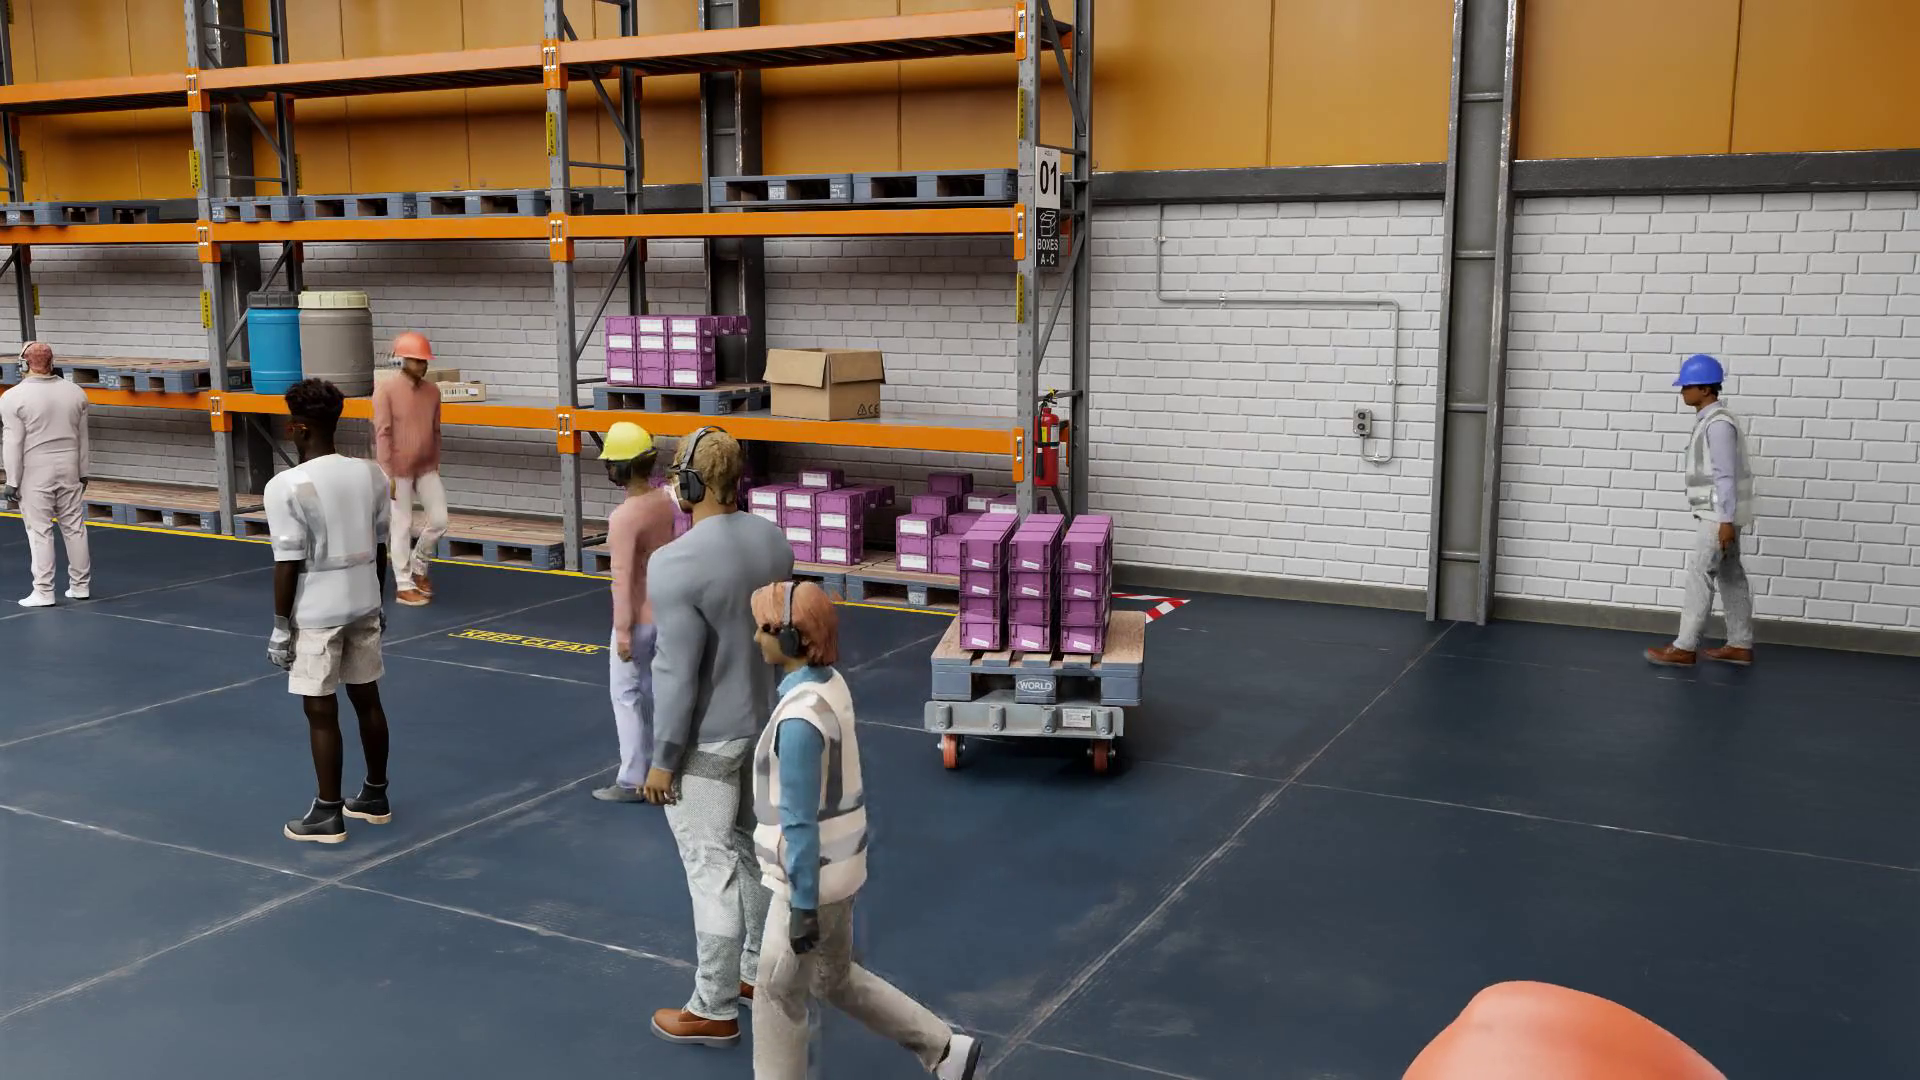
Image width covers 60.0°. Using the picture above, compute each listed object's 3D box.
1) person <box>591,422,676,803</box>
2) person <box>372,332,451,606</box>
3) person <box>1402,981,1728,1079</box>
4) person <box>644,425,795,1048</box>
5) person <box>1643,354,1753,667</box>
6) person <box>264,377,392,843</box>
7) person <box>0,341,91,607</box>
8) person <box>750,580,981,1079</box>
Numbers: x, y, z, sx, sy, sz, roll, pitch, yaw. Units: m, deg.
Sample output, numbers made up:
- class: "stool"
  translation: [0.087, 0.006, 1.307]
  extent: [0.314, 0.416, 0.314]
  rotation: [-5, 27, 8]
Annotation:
- class: "person"
  translation: [-1.358, 0.341, 7.428]
  extent: [0.610, 1.747, 0.543]
  rotation: [3, 10, 18]
- class: "person"
  translation: [-3.932, -0.501, 11.954]
  extent: [0.442, 1.973, 0.623]
  rotation: [6, 11, 34]
- class: "person"
  translation: [0.406, 1.253, 1.233]
  extent: [0.351, 1.941, 0.545]
  rotation: [5, 10, 26]
- class: "person"
  translation: [-0.762, 0.610, 5.204]
  extent: [0.372, 1.940, 0.632]
  rotation: [5, 10, 26]
- class: "person"
  translation: [4.526, -0.160, 10.112]
  extent: [0.717, 1.913, 0.641]
  rotation: [3, 10, 18]
- class: "person"
  translation: [-2.673, 0.295, 7.053]
  extent: [0.367, 1.967, 0.606]
  rotation: [5, 10, 26]
- class: "person"
  translation: [-6.584, -0.472, 11.973]
  extent: [0.410, 1.909, 0.643]
  rotation: [5, 10, 26]
- class: "person"
  translation: [-0.314, 0.899, 4.445]
  extent: [0.670, 1.615, 0.517]
  rotation: [1, 9, 3]
